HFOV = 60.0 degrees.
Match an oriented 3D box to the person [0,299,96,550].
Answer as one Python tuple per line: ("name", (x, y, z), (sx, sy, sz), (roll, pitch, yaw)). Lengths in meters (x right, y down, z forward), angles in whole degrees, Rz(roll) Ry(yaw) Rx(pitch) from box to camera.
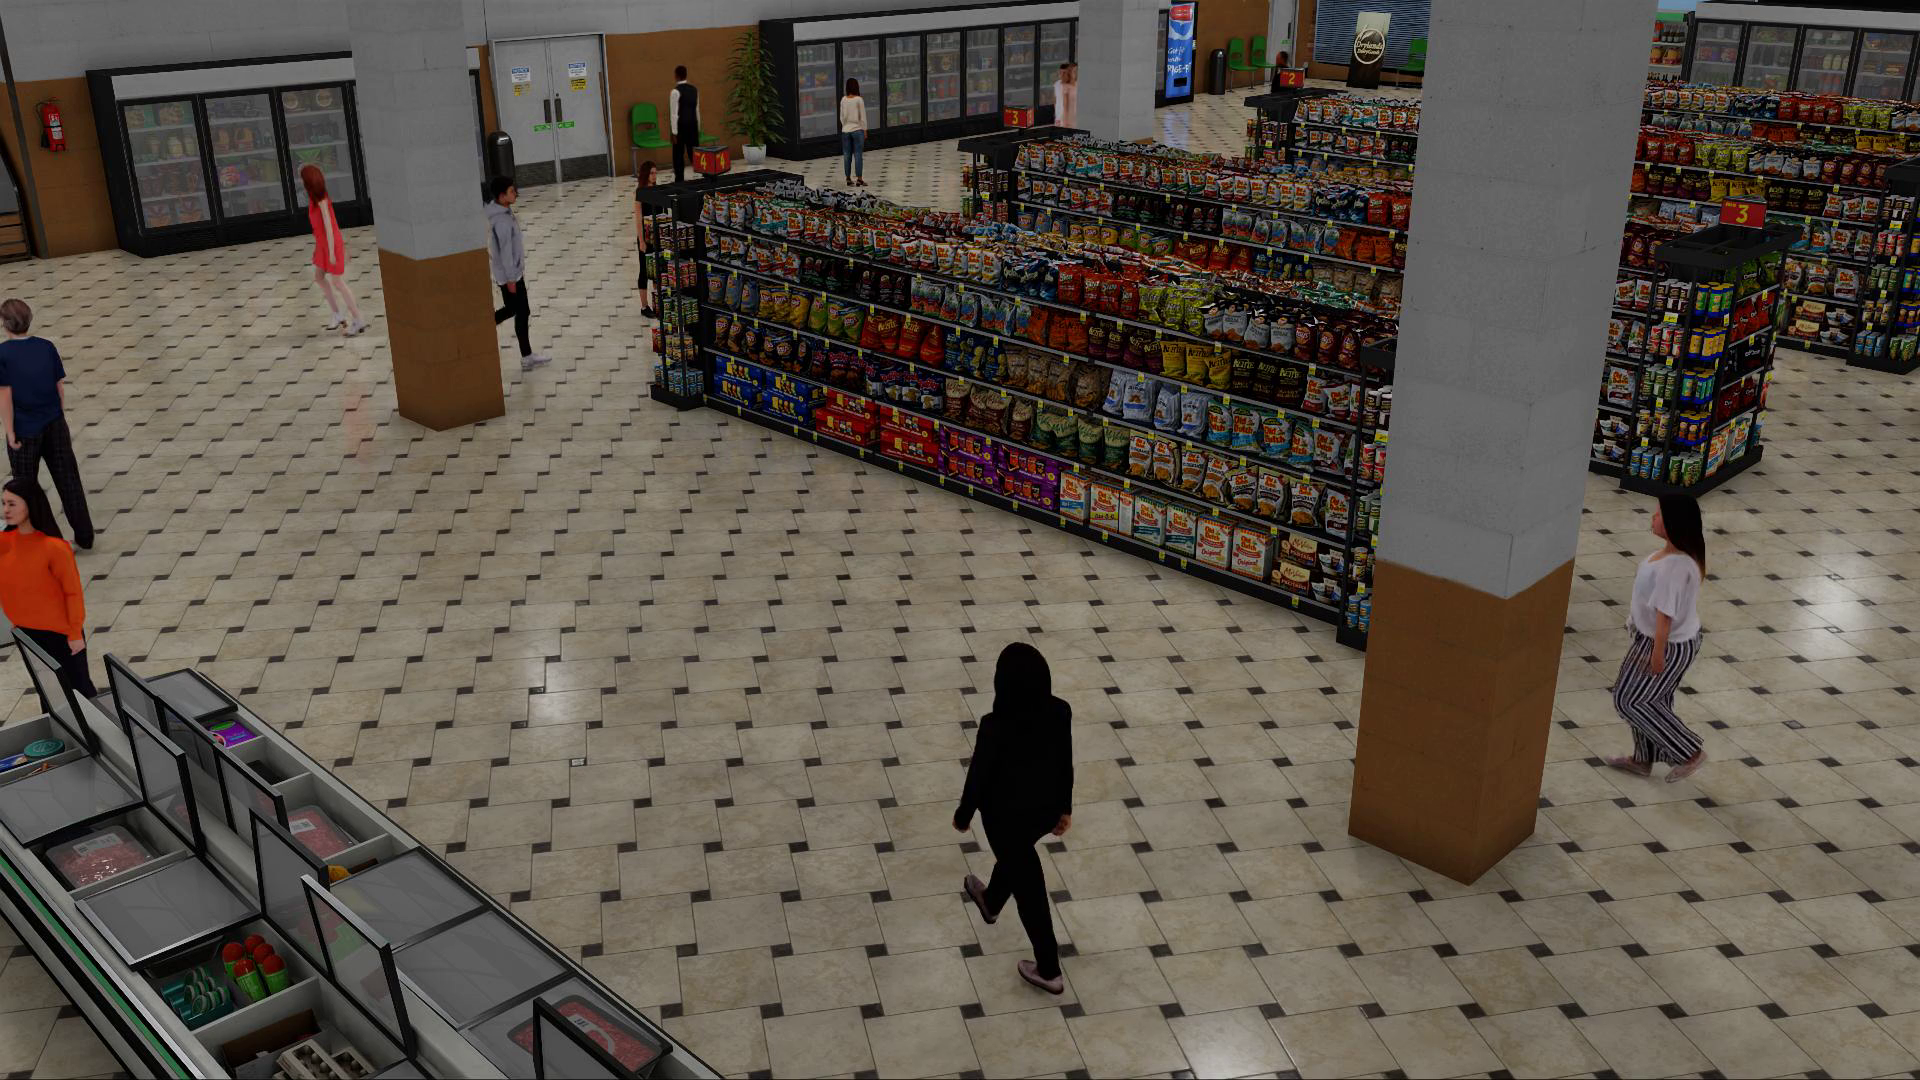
("person", (-6.598, -0.775, 12.014), (1.196, 1.814, 0.728), (17, 28, 36))

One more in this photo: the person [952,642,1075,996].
("person", (0.314, 1.251, 7.293), (0.667, 1.573, 1.046), (-18, 28, -38))

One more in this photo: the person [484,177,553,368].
("person", (-4.577, -2.640, 16.529), (1.041, 1.908, 1.132), (-7, 23, -17))

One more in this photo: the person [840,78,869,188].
("person", (-1.690, -6.459, 26.335), (0.564, 1.683, 0.728), (12, 25, 28))

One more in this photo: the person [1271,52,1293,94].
("person", (5.389, -7.196, 27.884), (0.883, 1.896, 0.795), (-5, 22, -12))

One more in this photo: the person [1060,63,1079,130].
("person", (1.716, -6.789, 27.003), (0.634, 1.798, 1.019), (-17, 27, -36))

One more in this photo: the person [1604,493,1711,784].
("person", (3.851, 0.555, 8.901), (0.849, 1.667, 0.767), (13, 25, 29))

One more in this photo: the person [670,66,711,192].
("person", (-4.197, -6.345, 25.773), (0.715, 1.890, 1.152), (-19, 29, -39))

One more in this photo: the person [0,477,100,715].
("person", (-4.901, 0.484, 8.969), (0.644, 1.748, 0.762), (7, 23, 16))

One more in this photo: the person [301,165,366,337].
("person", (-6.687, -3.081, 17.783), (0.731, 1.791, 0.627), (-18, 28, -38))

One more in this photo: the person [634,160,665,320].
("person", (-3.459, -3.375, 18.606), (0.561, 1.723, 0.604), (15, 26, 32))
